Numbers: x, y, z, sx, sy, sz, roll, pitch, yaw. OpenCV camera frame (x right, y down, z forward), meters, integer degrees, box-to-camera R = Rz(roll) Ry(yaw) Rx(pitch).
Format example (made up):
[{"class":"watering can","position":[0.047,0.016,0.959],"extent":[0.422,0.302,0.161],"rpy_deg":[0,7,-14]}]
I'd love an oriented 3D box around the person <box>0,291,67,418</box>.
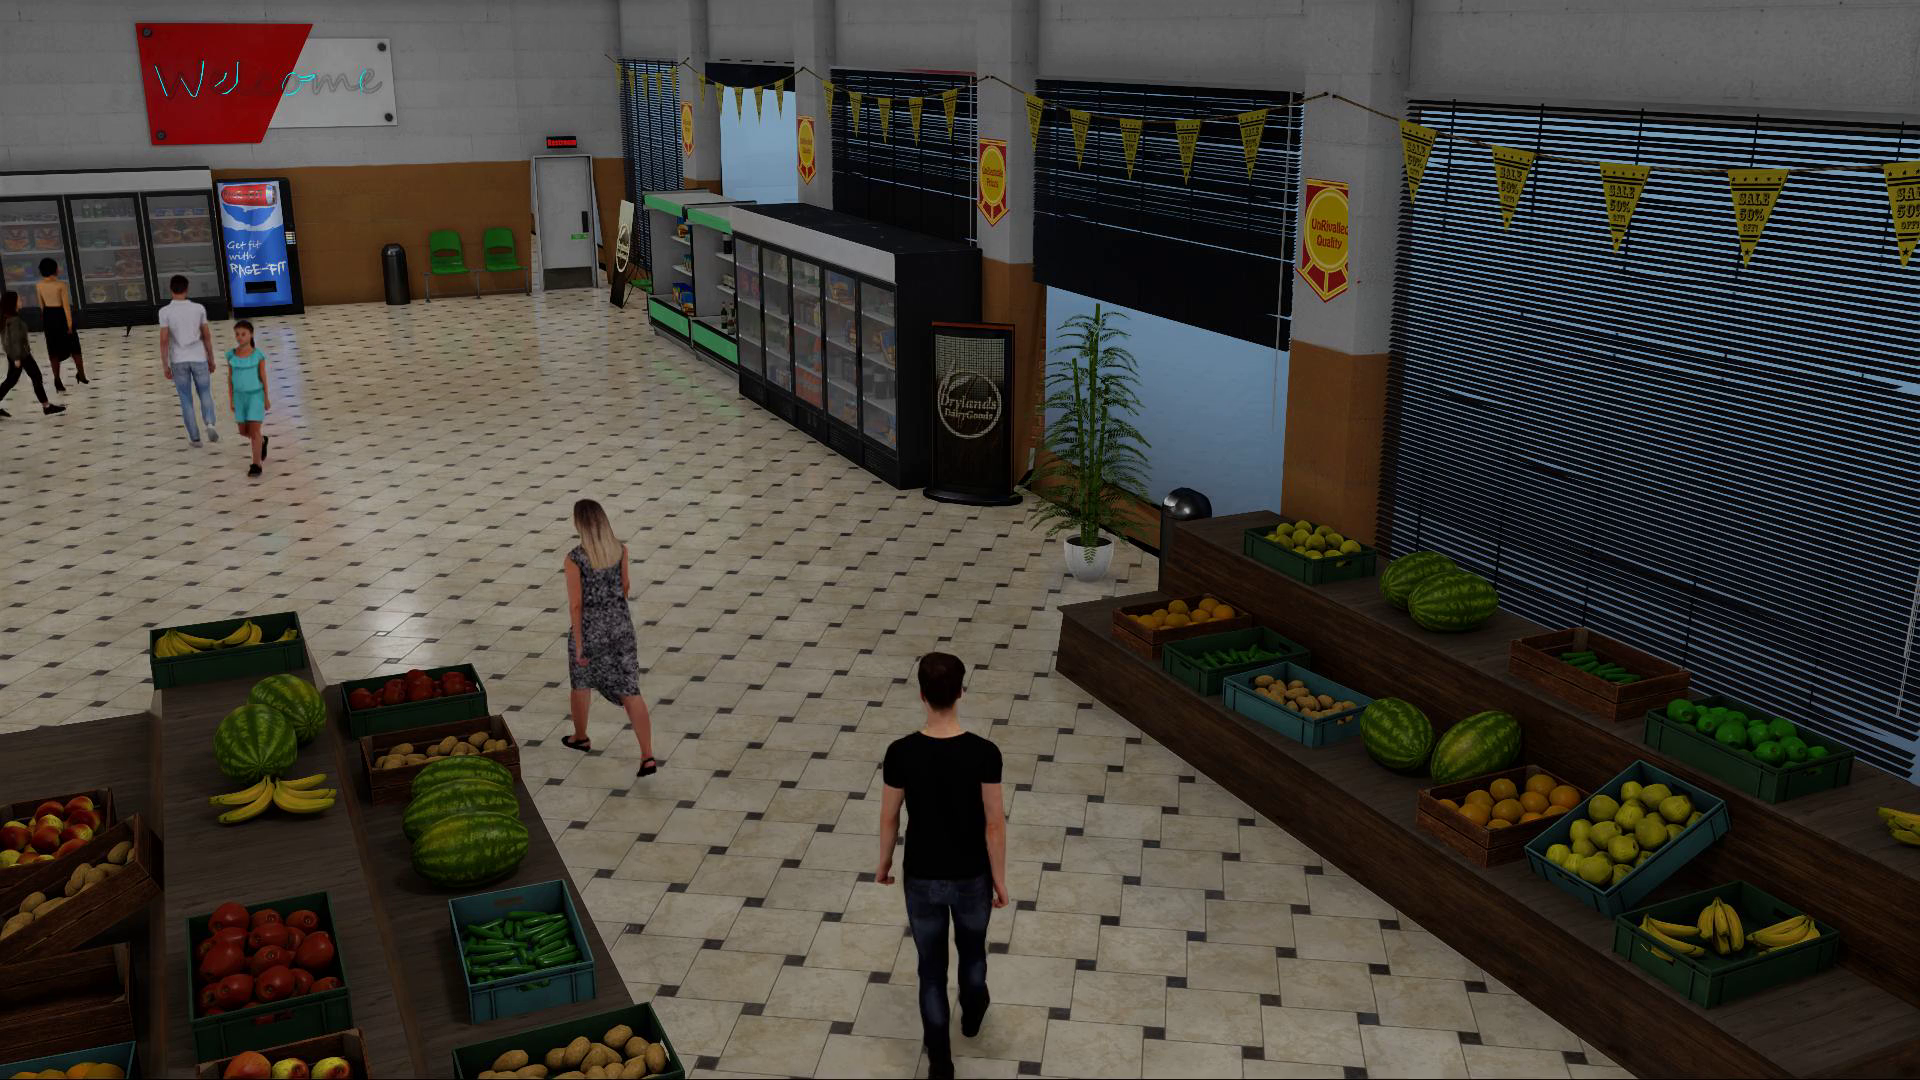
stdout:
[{"class":"person","position":[-10.879,-2.086,19.063],"extent":[0.816,1.438,1.012],"rpy_deg":[-13,21,-37]}]

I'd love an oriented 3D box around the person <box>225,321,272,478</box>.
[{"class":"person","position":[-7.139,-1.441,16.750],"extent":[0.775,1.546,0.984],"rpy_deg":[-1,17,-2]}]

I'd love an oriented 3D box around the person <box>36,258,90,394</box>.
[{"class":"person","position":[-11.180,-2.628,20.503],"extent":[0.754,1.638,0.892],"rpy_deg":[0,17,-1]}]

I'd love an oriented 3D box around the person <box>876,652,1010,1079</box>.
[{"class":"person","position":[-0.062,1.412,6.791],"extent":[0.970,1.874,1.123],"rpy_deg":[1,17,2]}]

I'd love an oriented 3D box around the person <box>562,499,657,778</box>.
[{"class":"person","position":[-2.034,0.625,9.768],"extent":[0.702,1.650,1.205],"rpy_deg":[-11,20,-33]}]

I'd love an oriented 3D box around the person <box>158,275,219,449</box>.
[{"class":"person","position":[-8.153,-1.867,17.654],"extent":[0.759,1.836,0.831],"rpy_deg":[-13,21,-36]}]
